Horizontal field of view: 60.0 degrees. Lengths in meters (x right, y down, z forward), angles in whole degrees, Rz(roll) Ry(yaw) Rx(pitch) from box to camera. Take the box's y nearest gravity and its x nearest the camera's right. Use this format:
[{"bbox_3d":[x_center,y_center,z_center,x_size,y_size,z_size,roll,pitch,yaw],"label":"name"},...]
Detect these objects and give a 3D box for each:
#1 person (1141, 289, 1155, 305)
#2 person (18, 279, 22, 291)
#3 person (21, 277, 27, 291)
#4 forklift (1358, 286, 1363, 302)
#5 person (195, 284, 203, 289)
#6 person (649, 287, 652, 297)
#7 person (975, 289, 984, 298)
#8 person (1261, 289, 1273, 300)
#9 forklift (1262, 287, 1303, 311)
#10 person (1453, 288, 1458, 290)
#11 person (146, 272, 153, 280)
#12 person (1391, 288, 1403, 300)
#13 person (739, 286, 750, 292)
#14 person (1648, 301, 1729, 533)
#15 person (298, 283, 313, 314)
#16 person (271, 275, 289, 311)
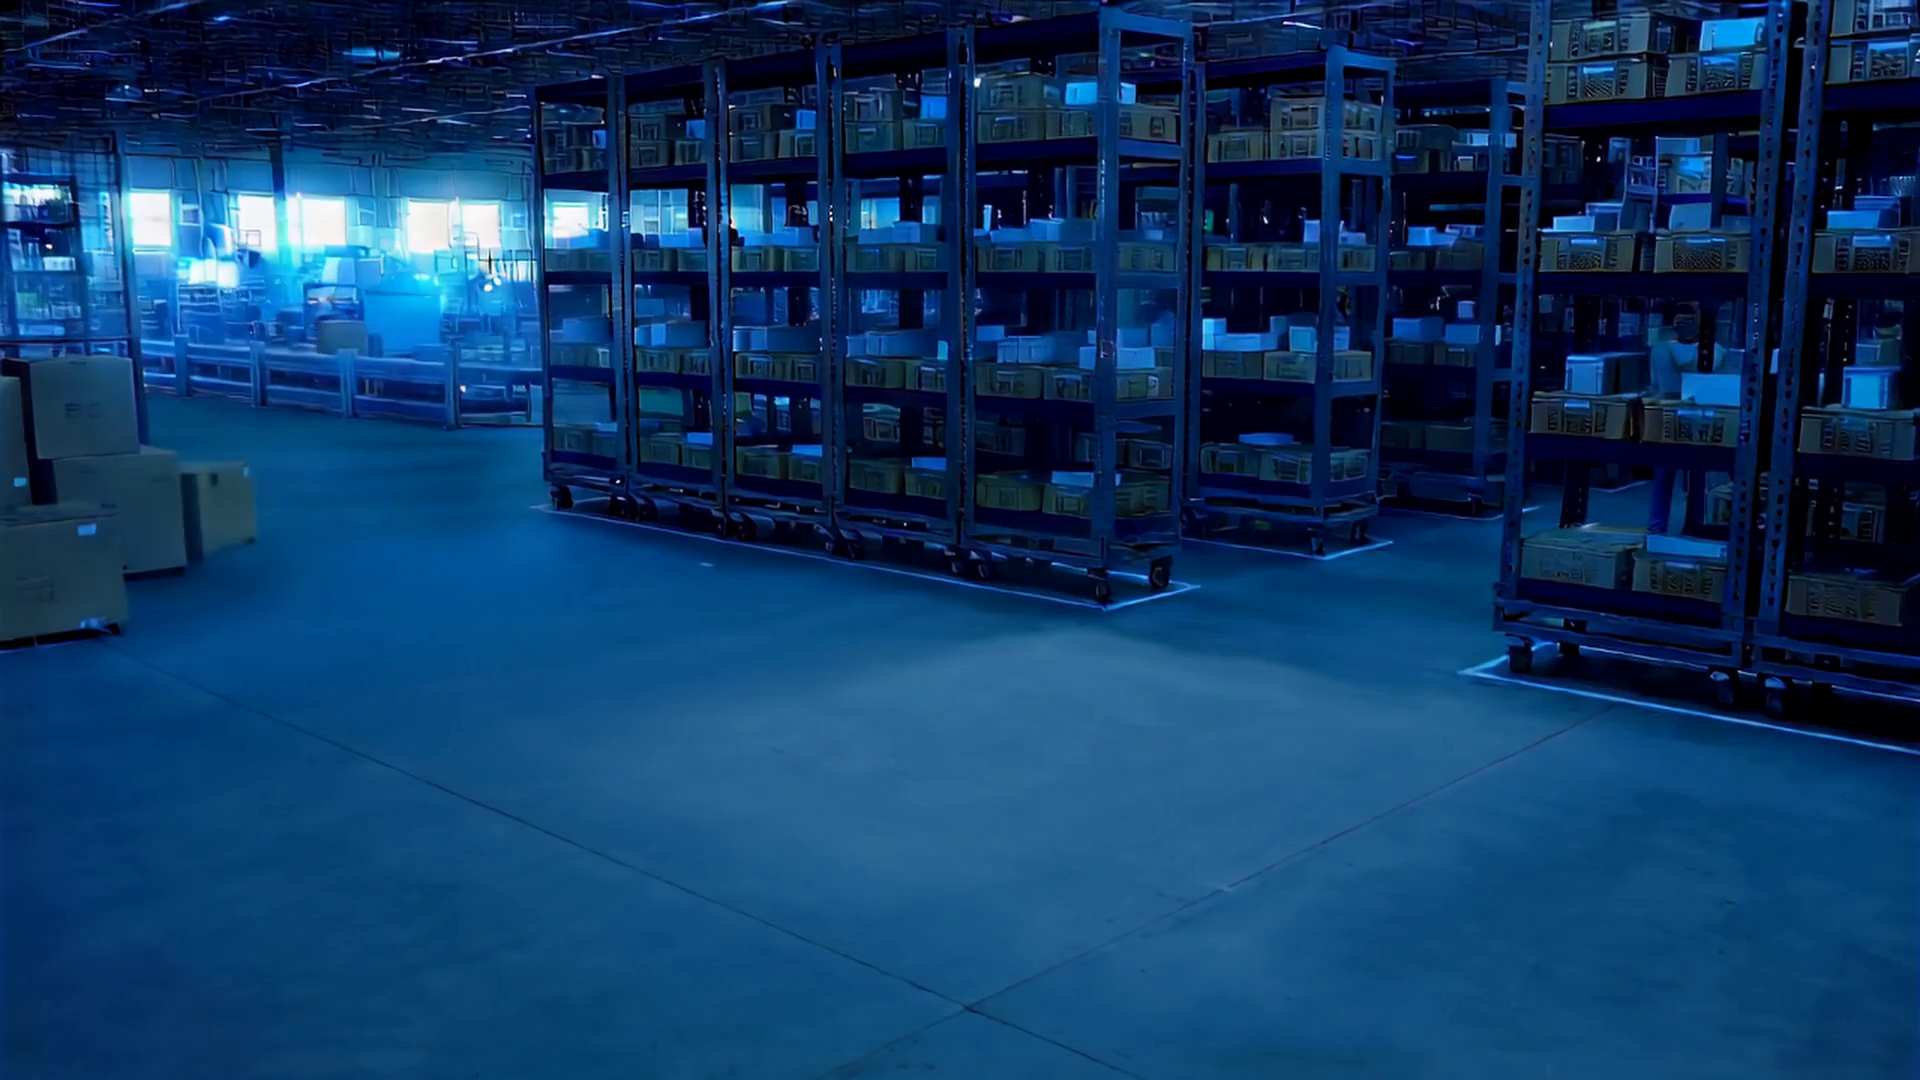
[{"bbox_3d":[3.888,-4.470,34.816,0.543,1.732,0.798,6,11,34],"label":"person"},{"bbox_3d":[-44.756,-11.912,79.682,0.388,1.993,0.623,8,12,41],"label":"person"},{"bbox_3d":[-41.420,-10.820,73.556,0.889,1.802,0.663,-8,12,-39],"label":"person"},{"bbox_3d":[11.100,-7.017,46.970,1.873,2.768,1.129,9,13,43],"label":"forklift"},{"bbox_3d":[-25.512,-7.927,56.014,0.764,1.734,0.558,-6,11,-31],"label":"person"},{"bbox_3d":[-12.274,-9.647,66.983,0.610,1.602,0.537,6,11,34],"label":"person"},{"bbox_3d":[0.592,-7.925,55.442,0.563,1.928,0.423,-9,13,-43],"label":"person"},{"bbox_3d":[10.518,-8.081,57.174,0.740,1.671,0.540,-5,11,-30],"label":"person"},{"bbox_3d":[10.769,-8.203,54.240,1.129,2.768,1.873,8,12,42],"label":"forklift"},{"bbox_3d":[18.712,-9.043,63.257,0.429,1.618,0.533,2,9,13],"label":"person"},{"bbox_3d":[-42.258,-13.064,87.004,0.601,1.897,0.820,6,11,32],"label":"person"},{"bbox_3d":[12.472,-6.574,47.495,0.615,1.815,0.425,-9,13,-44],"label":"person"},{"bbox_3d":[-8.229,-9.197,63.221,0.373,1.934,0.551,-9,13,-44],"label":"person"},{"bbox_3d":[5.186,-0.784,11.927,0.566,1.841,0.390,9,13,44],"label":"person"},{"bbox_3d":[-22.655,-8.233,57.524,1.012,1.872,0.598,-8,12,-41],"label":"person"},{"bbox_3d":[-22.999,-8.023,56.207,0.561,1.869,1.029,6,11,33],"label":"person"}]
